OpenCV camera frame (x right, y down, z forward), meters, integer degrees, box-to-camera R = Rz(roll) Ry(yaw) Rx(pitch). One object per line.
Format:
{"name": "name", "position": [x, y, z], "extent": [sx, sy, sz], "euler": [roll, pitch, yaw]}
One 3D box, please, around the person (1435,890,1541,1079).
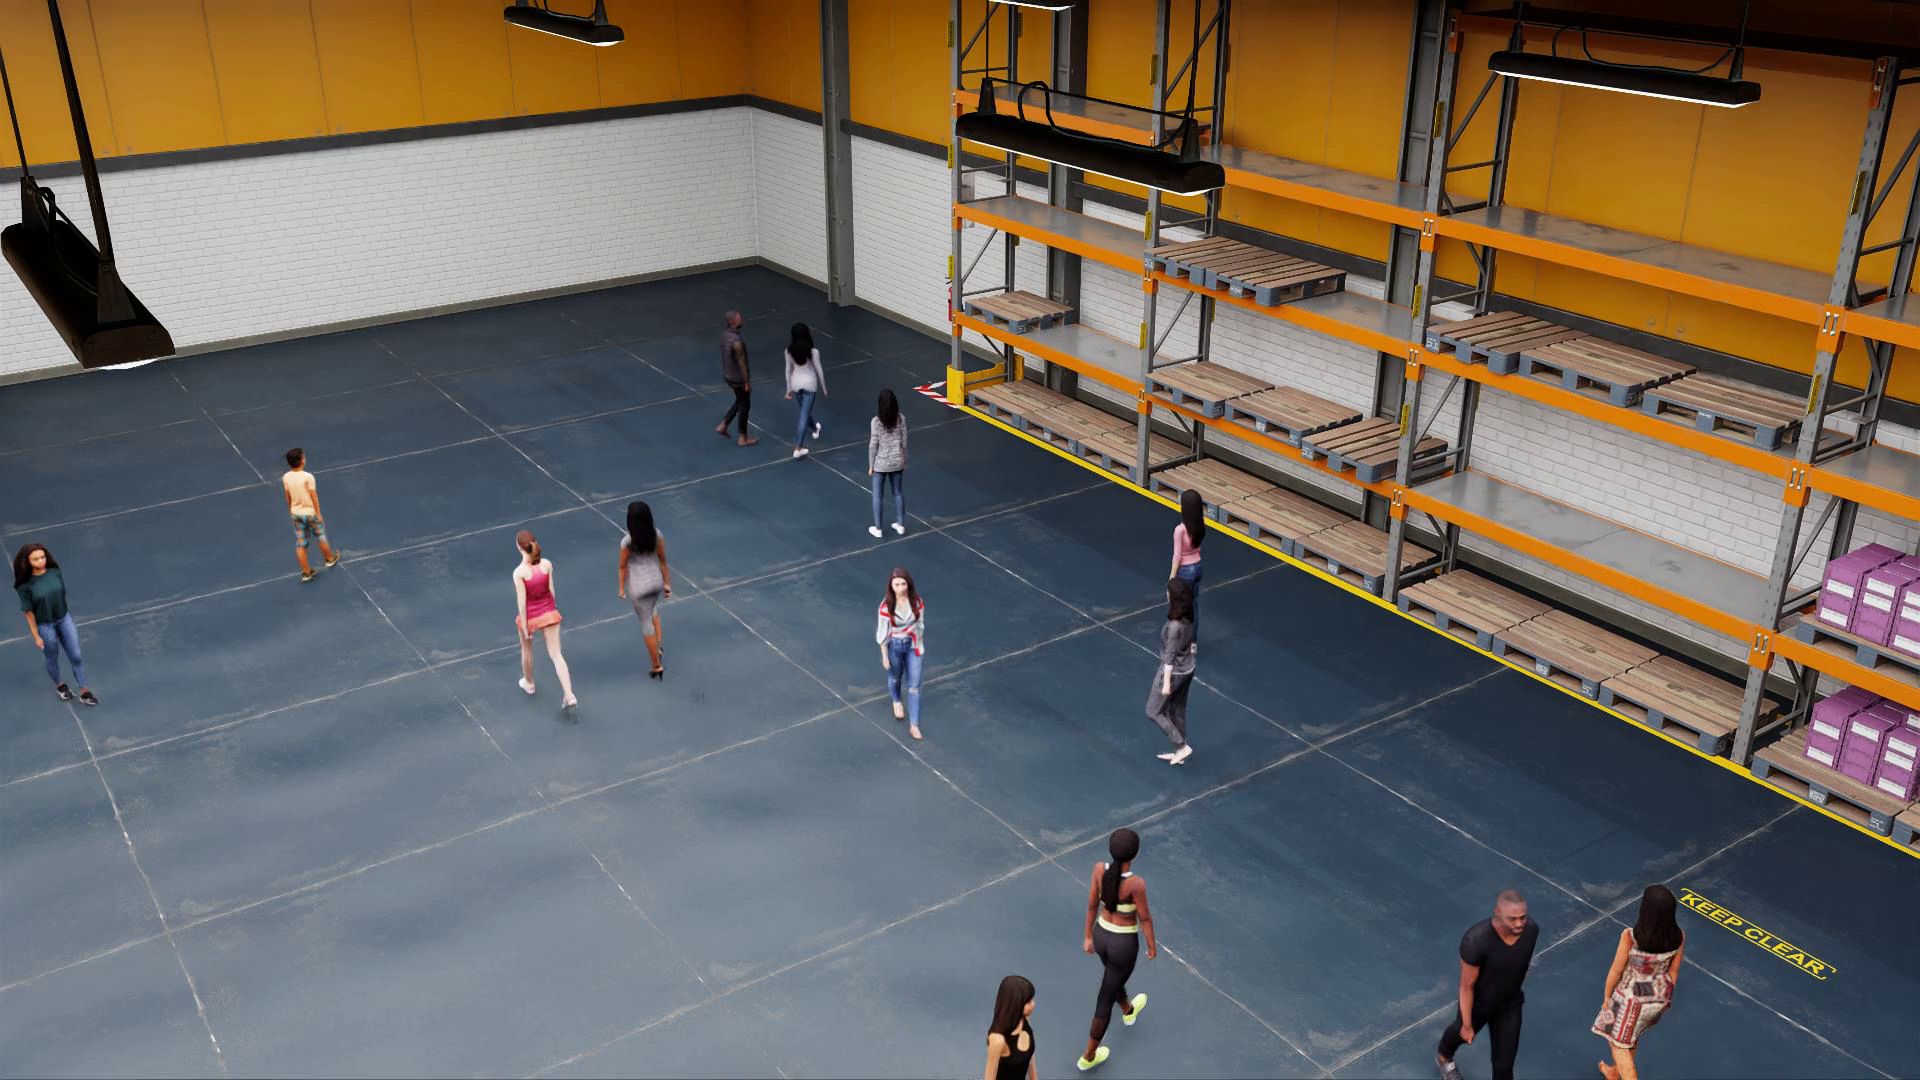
{"name": "person", "position": [3.246, 2.842, 10.328], "extent": [1.070, 1.762, 1.367], "euler": [-4, 24, -10]}

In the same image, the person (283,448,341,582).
{"name": "person", "position": [-7.040, -0.248, 17.796], "extent": [0.843, 1.442, 0.936], "euler": [2, 24, 4]}

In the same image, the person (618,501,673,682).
{"name": "person", "position": [-2.906, 0.508, 15.665], "extent": [0.615, 1.764, 0.708], "euler": [-19, 30, -37]}

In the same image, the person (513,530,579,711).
{"name": "person", "position": [-3.798, 0.754, 15.163], "extent": [0.551, 1.716, 1.135], "euler": [-15, 28, -31]}

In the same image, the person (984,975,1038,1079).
{"name": "person", "position": [0.194, 3.211, 9.689], "extent": [1.148, 1.598, 0.894], "euler": [12, 26, 25]}

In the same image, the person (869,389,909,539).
{"name": "person", "position": [-0.815, -0.874, 18.874], "extent": [0.654, 1.726, 0.576], "euler": [-11, 26, -24]}

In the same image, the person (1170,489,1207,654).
{"name": "person", "position": [2.202, 0.318, 16.127], "extent": [0.607, 1.742, 0.556], "euler": [-21, 31, -40]}

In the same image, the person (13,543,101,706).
{"name": "person", "position": [-8.403, 0.760, 15.302], "extent": [0.940, 1.593, 0.756], "euler": [17, 29, 34]}

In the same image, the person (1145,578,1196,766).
{"name": "person", "position": [1.922, 1.173, 14.161], "extent": [0.785, 1.749, 0.748], "euler": [13, 27, 28]}

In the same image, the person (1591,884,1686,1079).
{"name": "person", "position": [4.262, 2.902, 10.360], "extent": [0.920, 1.626, 1.075], "euler": [-2, 24, -4]}

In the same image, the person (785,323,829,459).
{"name": "person", "position": [-2.024, -1.865, 21.194], "extent": [1.174, 1.684, 1.141], "euler": [9, 25, 19]}

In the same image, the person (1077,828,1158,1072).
{"name": "person", "position": [0.944, 2.687, 10.739], "extent": [1.026, 1.717, 0.815], "euler": [19, 30, 37]}

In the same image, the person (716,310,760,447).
{"name": "person", "position": [-2.931, -2.075, 21.497], "extent": [0.843, 1.827, 0.775], "euler": [-13, 27, -26]}

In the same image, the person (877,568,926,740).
{"name": "person", "position": [-0.531, 0.946, 14.908], "extent": [0.855, 1.568, 1.093], "euler": [-5, 24, -12]}
